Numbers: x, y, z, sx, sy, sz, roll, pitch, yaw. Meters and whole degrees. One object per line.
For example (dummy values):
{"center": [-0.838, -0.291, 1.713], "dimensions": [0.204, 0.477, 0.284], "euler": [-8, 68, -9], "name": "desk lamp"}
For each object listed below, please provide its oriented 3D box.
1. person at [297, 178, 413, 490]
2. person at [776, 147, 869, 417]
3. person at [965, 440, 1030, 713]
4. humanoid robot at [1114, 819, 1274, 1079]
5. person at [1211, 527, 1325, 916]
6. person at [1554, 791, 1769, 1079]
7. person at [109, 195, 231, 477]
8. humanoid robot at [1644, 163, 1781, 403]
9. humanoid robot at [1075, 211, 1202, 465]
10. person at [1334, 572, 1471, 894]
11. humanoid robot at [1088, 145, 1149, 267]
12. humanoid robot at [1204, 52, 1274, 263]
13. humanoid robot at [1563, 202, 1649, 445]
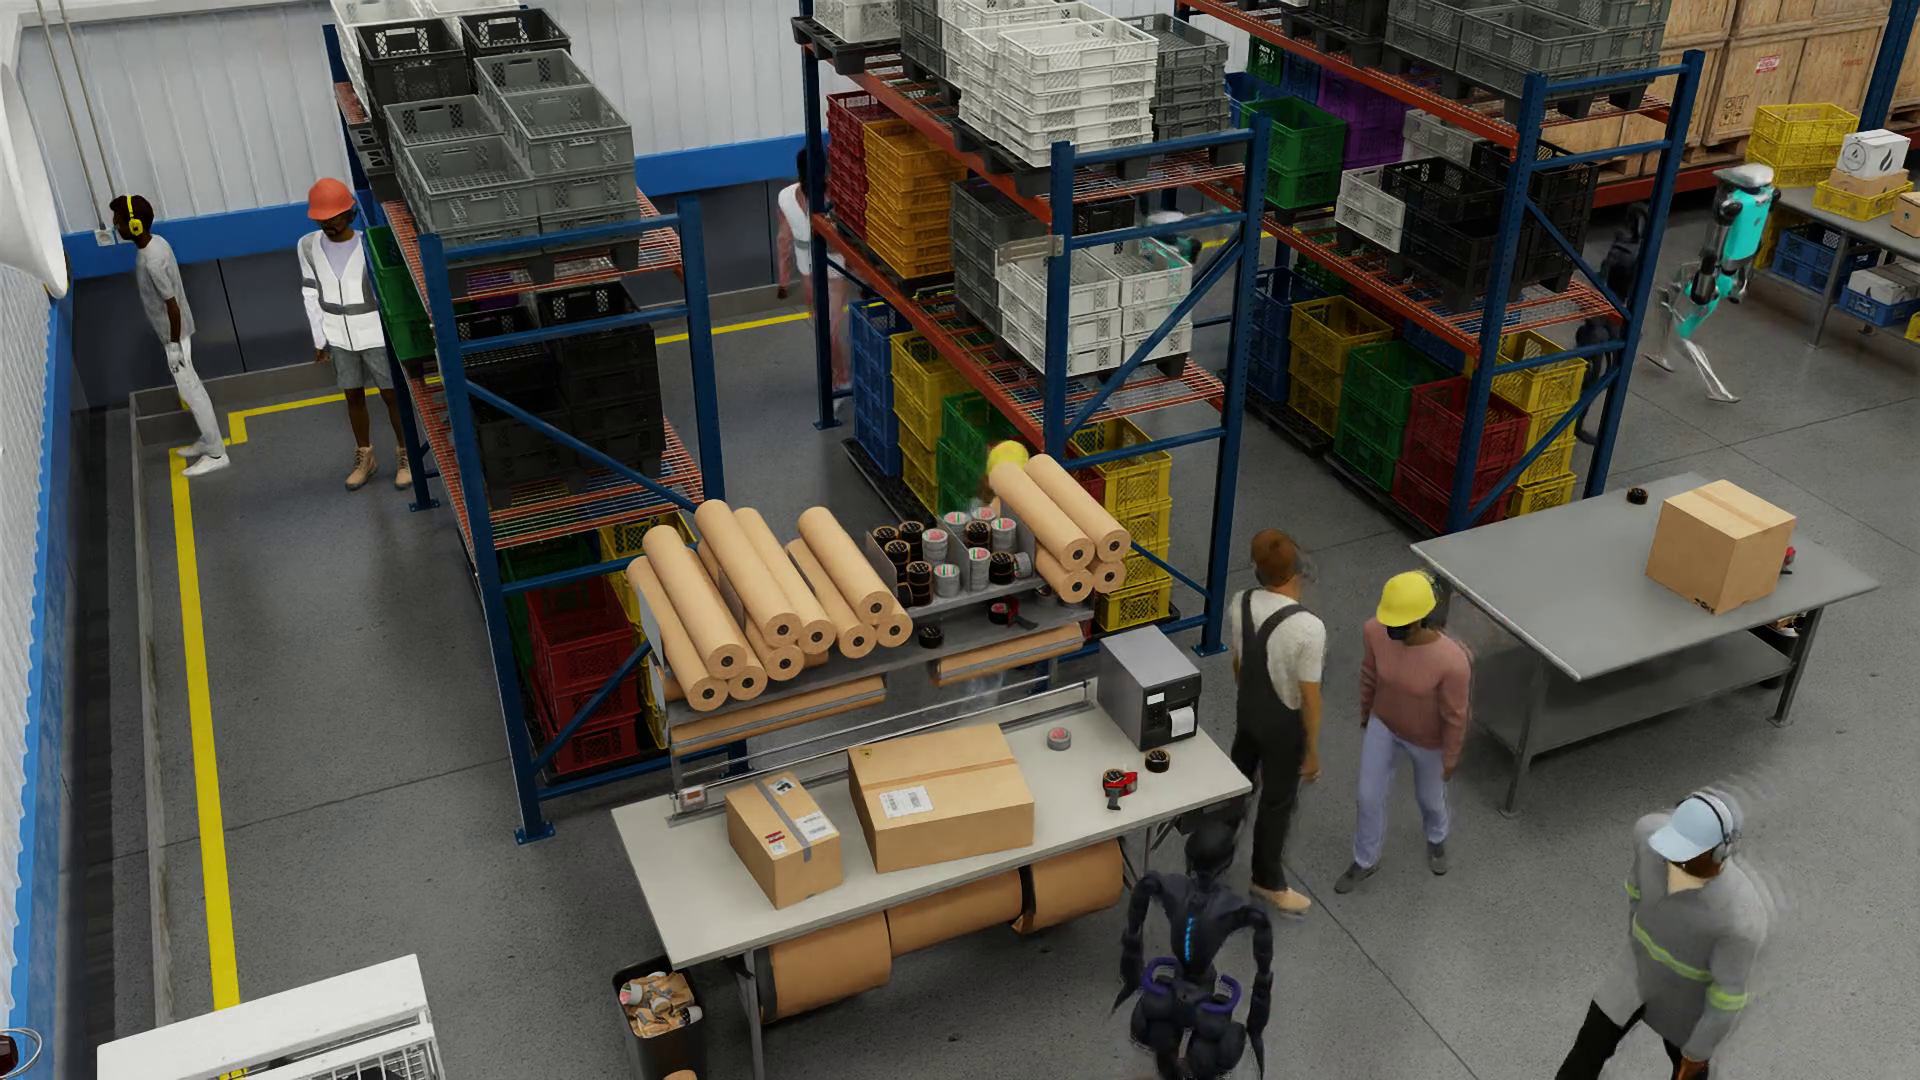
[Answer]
{"center": [-3.732, -1.259, 10.325], "dimensions": [0.607, 2.044, 0.367], "euler": [1, 32, 1], "name": "person"}
{"center": [-0.959, -1.747, 11.258], "dimensions": [0.641, 1.882, 0.687], "euler": [12, 34, 19], "name": "person"}
{"center": [0.148, 0.314, 8.083], "dimensions": [0.457, 1.718, 0.534], "euler": [-6, 32, -10], "name": "person"}
{"center": [0.827, 1.668, 5.953], "dimensions": [0.591, 1.626, 0.778], "euler": [14, 34, 21], "name": "humanoid robot"}
{"center": [1.351, 0.816, 7.191], "dimensions": [0.333, 1.804, 0.657], "euler": [-18, 36, -26], "name": "person"}
{"center": [2.445, 1.603, 5.902], "dimensions": [0.989, 1.796, 0.614], "euler": [-14, 34, -22], "name": "person"}
{"center": [-5.006, -1.292, 10.543], "dimensions": [0.309, 1.868, 0.530], "euler": [-14, 34, -21], "name": "person"}
{"center": [5.136, -1.820, 11.557], "dimensions": [0.559, 1.751, 1.046], "euler": [-17, 36, -26], "name": "humanoid robot"}
{"center": [1.038, -1.322, 10.752], "dimensions": [0.564, 1.806, 0.916], "euler": [-27, 41, -37], "name": "humanoid robot"}
{"center": [1.992, 0.804, 7.290], "dimensions": [0.528, 1.709, 0.684], "euler": [24, 39, 34], "name": "person"}
{"center": [1.064, -2.068, 12.006], "dimensions": [0.592, 1.628, 0.494], "euler": [7, 32, 11], "name": "humanoid robot"}
{"center": [2.262, -3.056, 13.426], "dimensions": [0.729, 1.694, 0.532], "euler": [-8, 32, -13], "name": "humanoid robot"}
{"center": [4.231, -1.465, 11.006], "dimensions": [0.607, 1.634, 0.472], "euler": [-22, 38, -31], "name": "humanoid robot"}
